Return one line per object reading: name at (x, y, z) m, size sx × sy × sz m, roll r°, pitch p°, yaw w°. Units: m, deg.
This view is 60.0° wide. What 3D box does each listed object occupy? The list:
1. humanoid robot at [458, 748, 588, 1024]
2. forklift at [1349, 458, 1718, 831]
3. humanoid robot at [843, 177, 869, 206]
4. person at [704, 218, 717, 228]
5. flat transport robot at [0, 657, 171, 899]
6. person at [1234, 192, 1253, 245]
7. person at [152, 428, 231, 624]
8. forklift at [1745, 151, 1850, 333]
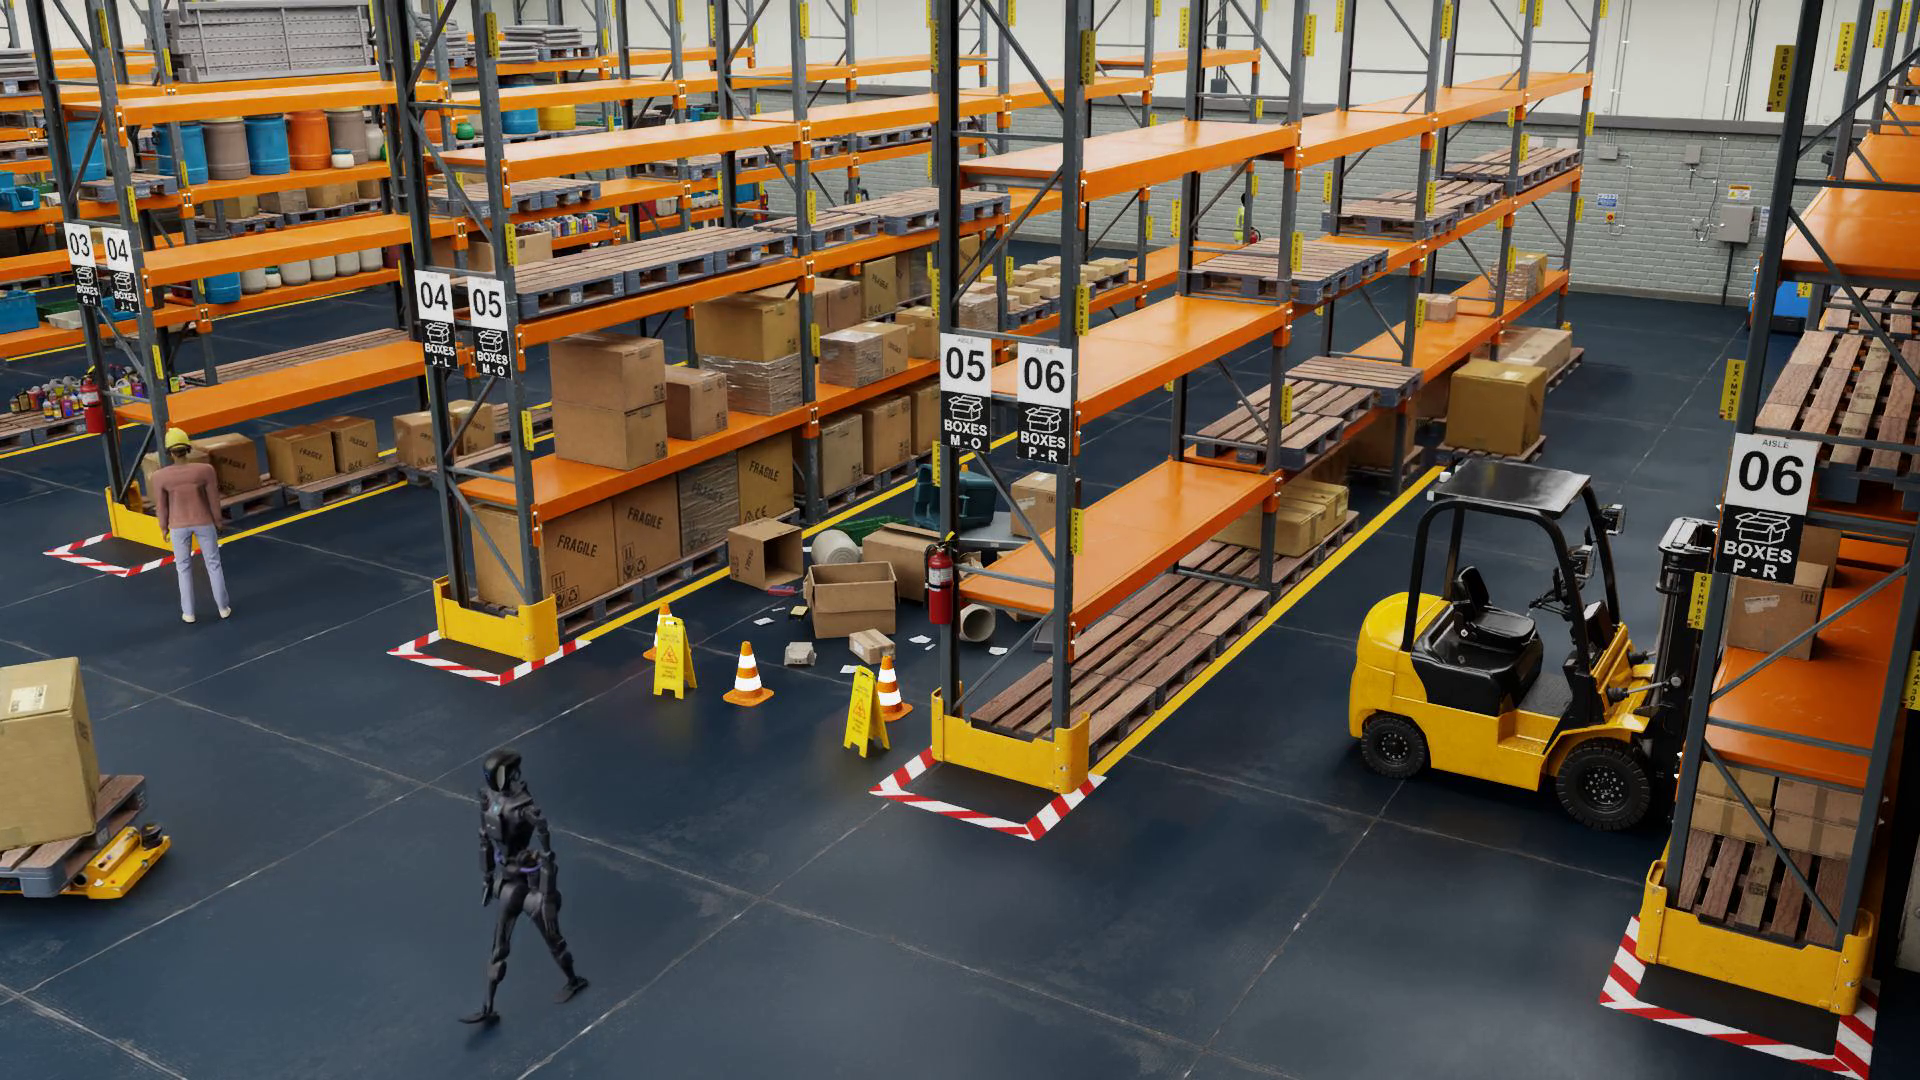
humanoid robot at (-2.404, 1.887, 9.059) m, size 0.601 × 1.625 × 0.756 m, roll 12°, pitch 23°, yaw 32°
forklift at (3.988, 0.658, 11.776) m, size 2.313 × 2.155 × 1.214 m, roll 11°, pitch 22°, yaw 29°
humanoid robot at (-2.096, -6.432, 33.102) m, size 0.608 × 1.628 × 0.711 m, roll -9°, pitch 21°, yaw -25°
person at (-5.236, -7.063, 34.865) m, size 0.491 × 1.688 × 0.347 m, roll -6°, pitch 20°, yaw -17°
flat transport robot at (-5.939, 2.058, 10.665) m, size 1.431 × 0.231 × 0.659 m, roll 0°, pitch 19°, yaw 1°
person at (5.172, -5.512, 30.378) m, size 0.319 × 1.687 × 0.537 m, roll -1°, pitch 19°, yaw -4°
person at (-6.807, -0.132, 14.724) m, size 0.522 × 1.761 × 0.343 m, roll -9°, pitch 21°, yaw -23°
forklift at (13.620, -4.667, 26.137) m, size 1.873 × 2.768 × 1.129 m, roll 11°, pitch 22°, yaw 29°
